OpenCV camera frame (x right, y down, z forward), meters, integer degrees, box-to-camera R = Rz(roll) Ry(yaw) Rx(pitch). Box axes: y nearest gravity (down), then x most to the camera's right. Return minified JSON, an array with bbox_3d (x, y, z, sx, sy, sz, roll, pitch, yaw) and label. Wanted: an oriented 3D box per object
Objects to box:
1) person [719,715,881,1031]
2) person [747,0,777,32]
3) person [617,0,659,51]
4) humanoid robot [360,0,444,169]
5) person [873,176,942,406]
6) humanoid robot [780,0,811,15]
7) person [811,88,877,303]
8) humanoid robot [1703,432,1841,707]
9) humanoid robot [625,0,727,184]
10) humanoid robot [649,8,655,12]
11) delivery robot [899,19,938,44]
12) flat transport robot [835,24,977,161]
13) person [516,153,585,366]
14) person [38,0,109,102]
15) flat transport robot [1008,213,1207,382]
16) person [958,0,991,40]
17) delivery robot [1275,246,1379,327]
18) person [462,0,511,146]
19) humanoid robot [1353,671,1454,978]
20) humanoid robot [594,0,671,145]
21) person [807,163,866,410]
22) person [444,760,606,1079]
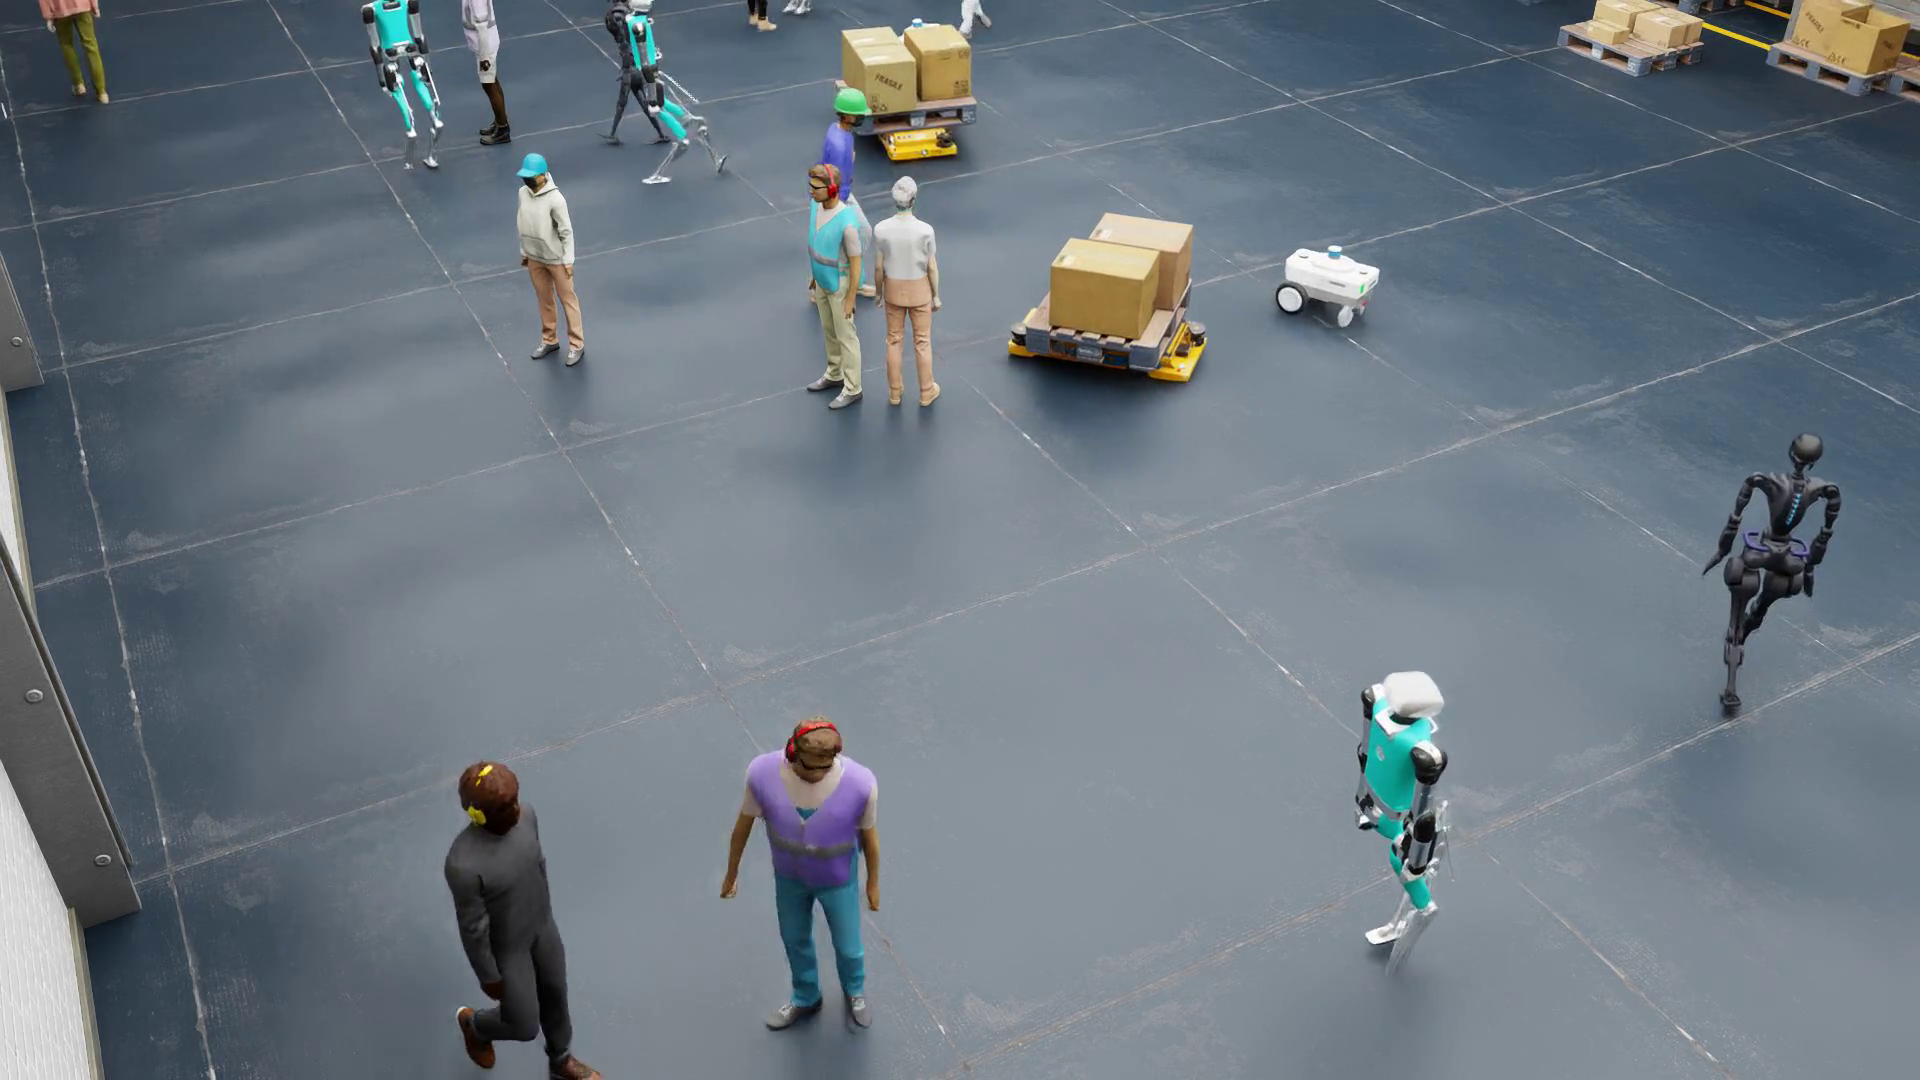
[{"bbox_3d":[-0.673,1.444,7.306,0.689,1.830,0.410,9,36,12],"label":"person"},{"bbox_3d":[-2.361,-6.714,19.078,0.574,1.685,0.374,24,41,30],"label":"person"},{"bbox_3d":[-3.631,-6.338,18.294,0.602,1.958,0.376,-20,40,-26],"label":"person"},{"bbox_3d":[-5.117,-4.272,15.534,0.538,1.793,0.666,-22,41,-28],"label":"humanoid robot"},{"bbox_3d":[-0.381,-1.775,11.961,0.482,1.748,0.325,6,35,9],"label":"person"},{"bbox_3d":[-1.874,-7.026,19.416,0.734,1.723,0.532,-22,41,-28],"label":"humanoid robot"},{"bbox_3d":[-0.921,-2.708,13.226,0.653,1.828,0.487,3,35,5],"label":"person"},{"bbox_3d":[4.534,0.147,9.335,0.585,1.638,0.786,8,36,11],"label":"humanoid robot"},{"bbox_3d":[-2.567,-4.153,15.404,0.907,1.803,0.547,-7,36,-10],"label":"humanoid robot"},{"bbox_3d":[-3.875,-7.069,19.580,0.429,1.640,0.598,-4,35,-6],"label":"humanoid robot"},{"bbox_3d":[-0.471,-5.343,18.107,0.499,0.608,0.786,9,36,13],"label":"delivery robot"},{"bbox_3d":[-0.539,-4.173,16.674,0.659,0.231,1.431,-9,36,-13],"label":"flat transport robot"},{"bbox_3d":[-3.094,-2.111,12.503,0.464,1.676,0.370,15,38,20],"label":"person"},{"bbox_3d":[-9.191,-5.469,17.181,0.544,1.816,0.698,-18,39,-24],"label":"person"},{"bbox_3d":[1.152,-1.560,12.943,1.431,0.231,0.659,11,37,16],"label":"flat transport robot"},{"bbox_3d":[0.125,-6.658,18.858,0.581,1.842,0.804,21,40,27],"label":"person"},{"bbox_3d":[2.960,-2.084,13.458,0.785,0.614,0.516,22,40,28],"label":"delivery robot"},{"bbox_3d":[-4.658,-4.798,16.126,0.381,1.929,0.545,-8,36,-12],"label":"person"},{"bbox_3d":[2.135,1.305,7.615,0.742,1.831,0.539,-12,37,-17],"label":"humanoid robot"},{"bbox_3d":[-3.253,-4.604,16.091,0.740,1.625,0.610,-6,35,-9],"label":"humanoid robot"},{"bbox_3d":[-0.892,-1.835,11.961,0.377,1.843,0.569,-20,40,-26],"label":"person"},{"bbox_3d":[-1.886,1.645,6.977,0.594,1.861,0.507,16,38,22],"label":"person"}]
